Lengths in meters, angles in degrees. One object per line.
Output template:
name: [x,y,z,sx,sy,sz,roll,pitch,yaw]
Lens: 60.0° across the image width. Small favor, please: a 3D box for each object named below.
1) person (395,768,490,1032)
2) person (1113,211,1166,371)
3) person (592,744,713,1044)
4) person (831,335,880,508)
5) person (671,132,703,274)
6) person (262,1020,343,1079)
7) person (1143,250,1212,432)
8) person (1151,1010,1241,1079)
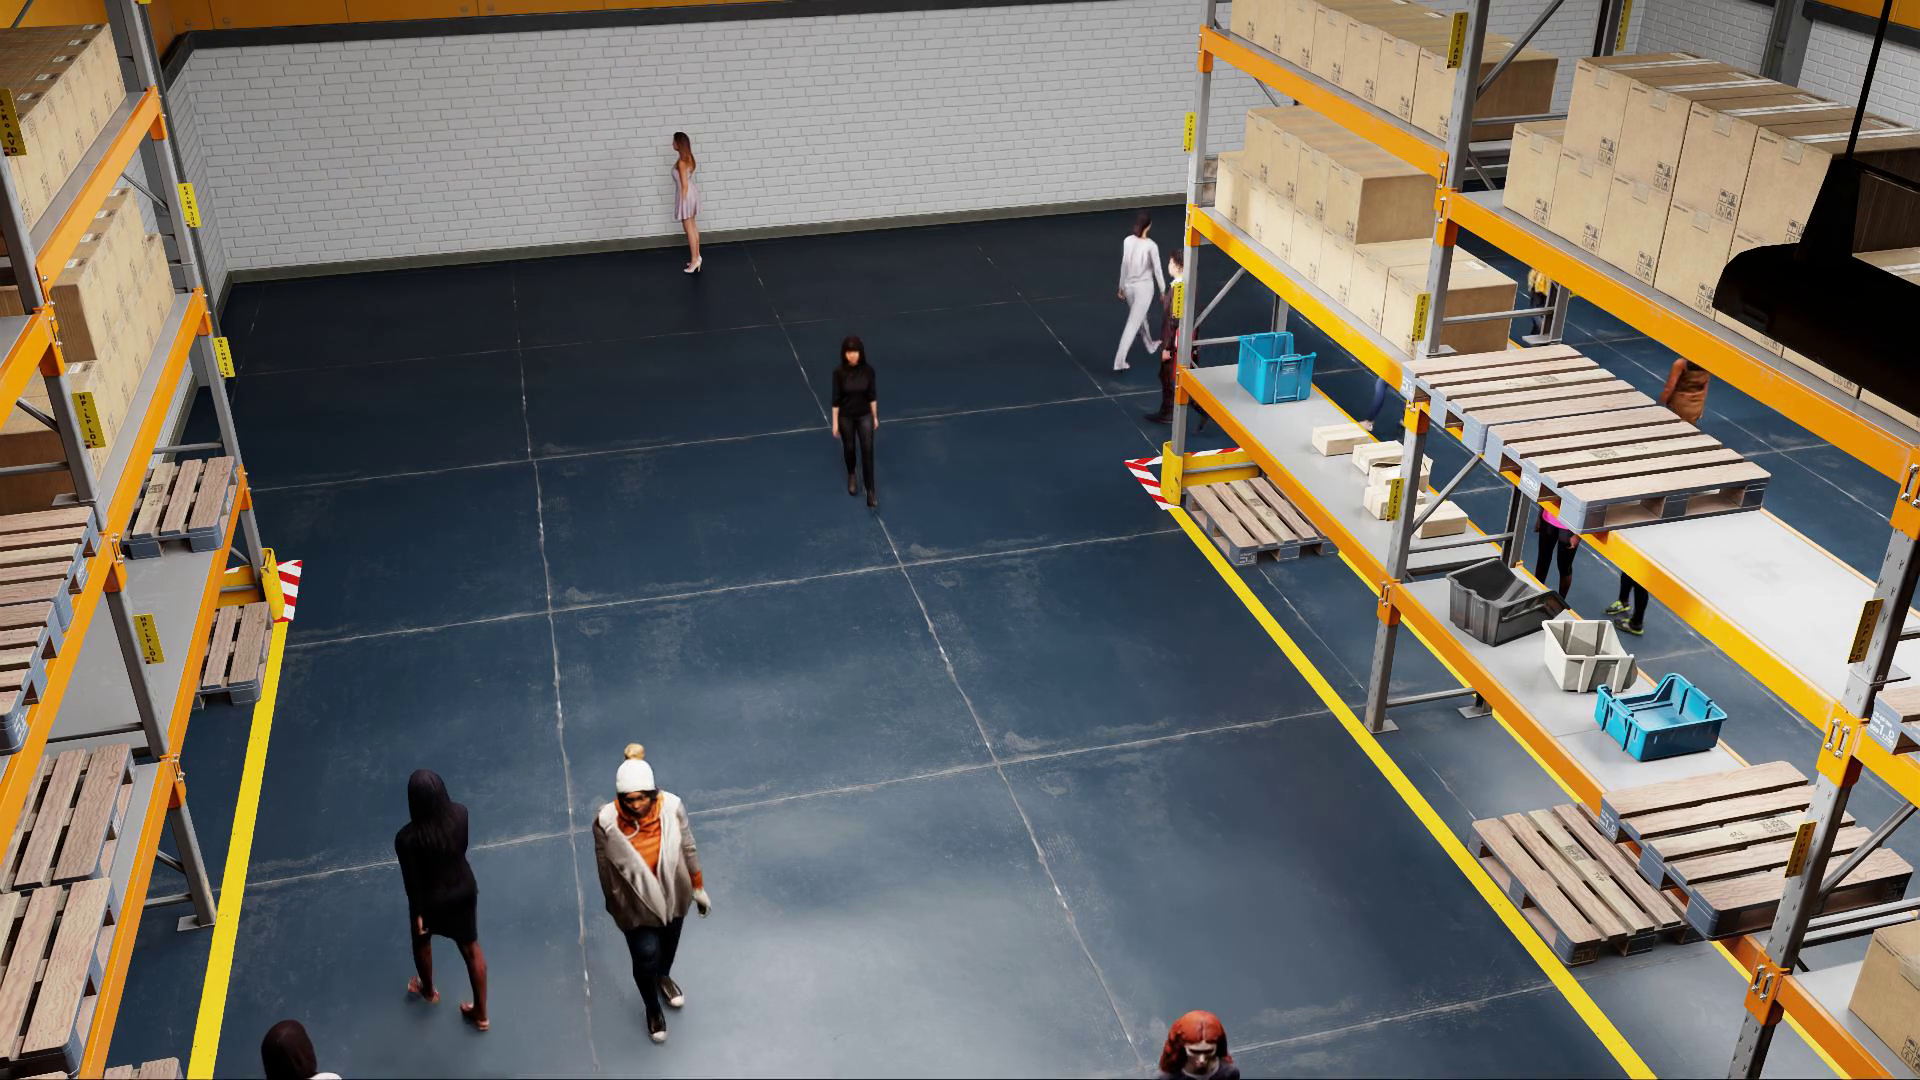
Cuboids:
person: [-2.839,2.057,9.358,0.849,1.704,0.975,-25,37,-38]
person: [1.878,-2.643,17.956,1.132,1.722,1.064,24,37,37]
person: [-1.791,1.903,9.461,0.816,1.877,0.854,-17,33,-29]
person: [-0.979,-1.145,15.332,0.670,1.606,1.030,-5,29,-9]
person: [-3.408,-4.226,20.810,0.707,1.769,0.618,3,29,5]
person: [-3.040,2.925,7.839,0.613,1.635,0.533,-8,30,-14]
person: [2.234,-1.953,16.563,1.108,1.844,1.093,12,31,21]
person: [1.056,2.851,7.884,0.783,1.723,1.213,-2,29,-3]
